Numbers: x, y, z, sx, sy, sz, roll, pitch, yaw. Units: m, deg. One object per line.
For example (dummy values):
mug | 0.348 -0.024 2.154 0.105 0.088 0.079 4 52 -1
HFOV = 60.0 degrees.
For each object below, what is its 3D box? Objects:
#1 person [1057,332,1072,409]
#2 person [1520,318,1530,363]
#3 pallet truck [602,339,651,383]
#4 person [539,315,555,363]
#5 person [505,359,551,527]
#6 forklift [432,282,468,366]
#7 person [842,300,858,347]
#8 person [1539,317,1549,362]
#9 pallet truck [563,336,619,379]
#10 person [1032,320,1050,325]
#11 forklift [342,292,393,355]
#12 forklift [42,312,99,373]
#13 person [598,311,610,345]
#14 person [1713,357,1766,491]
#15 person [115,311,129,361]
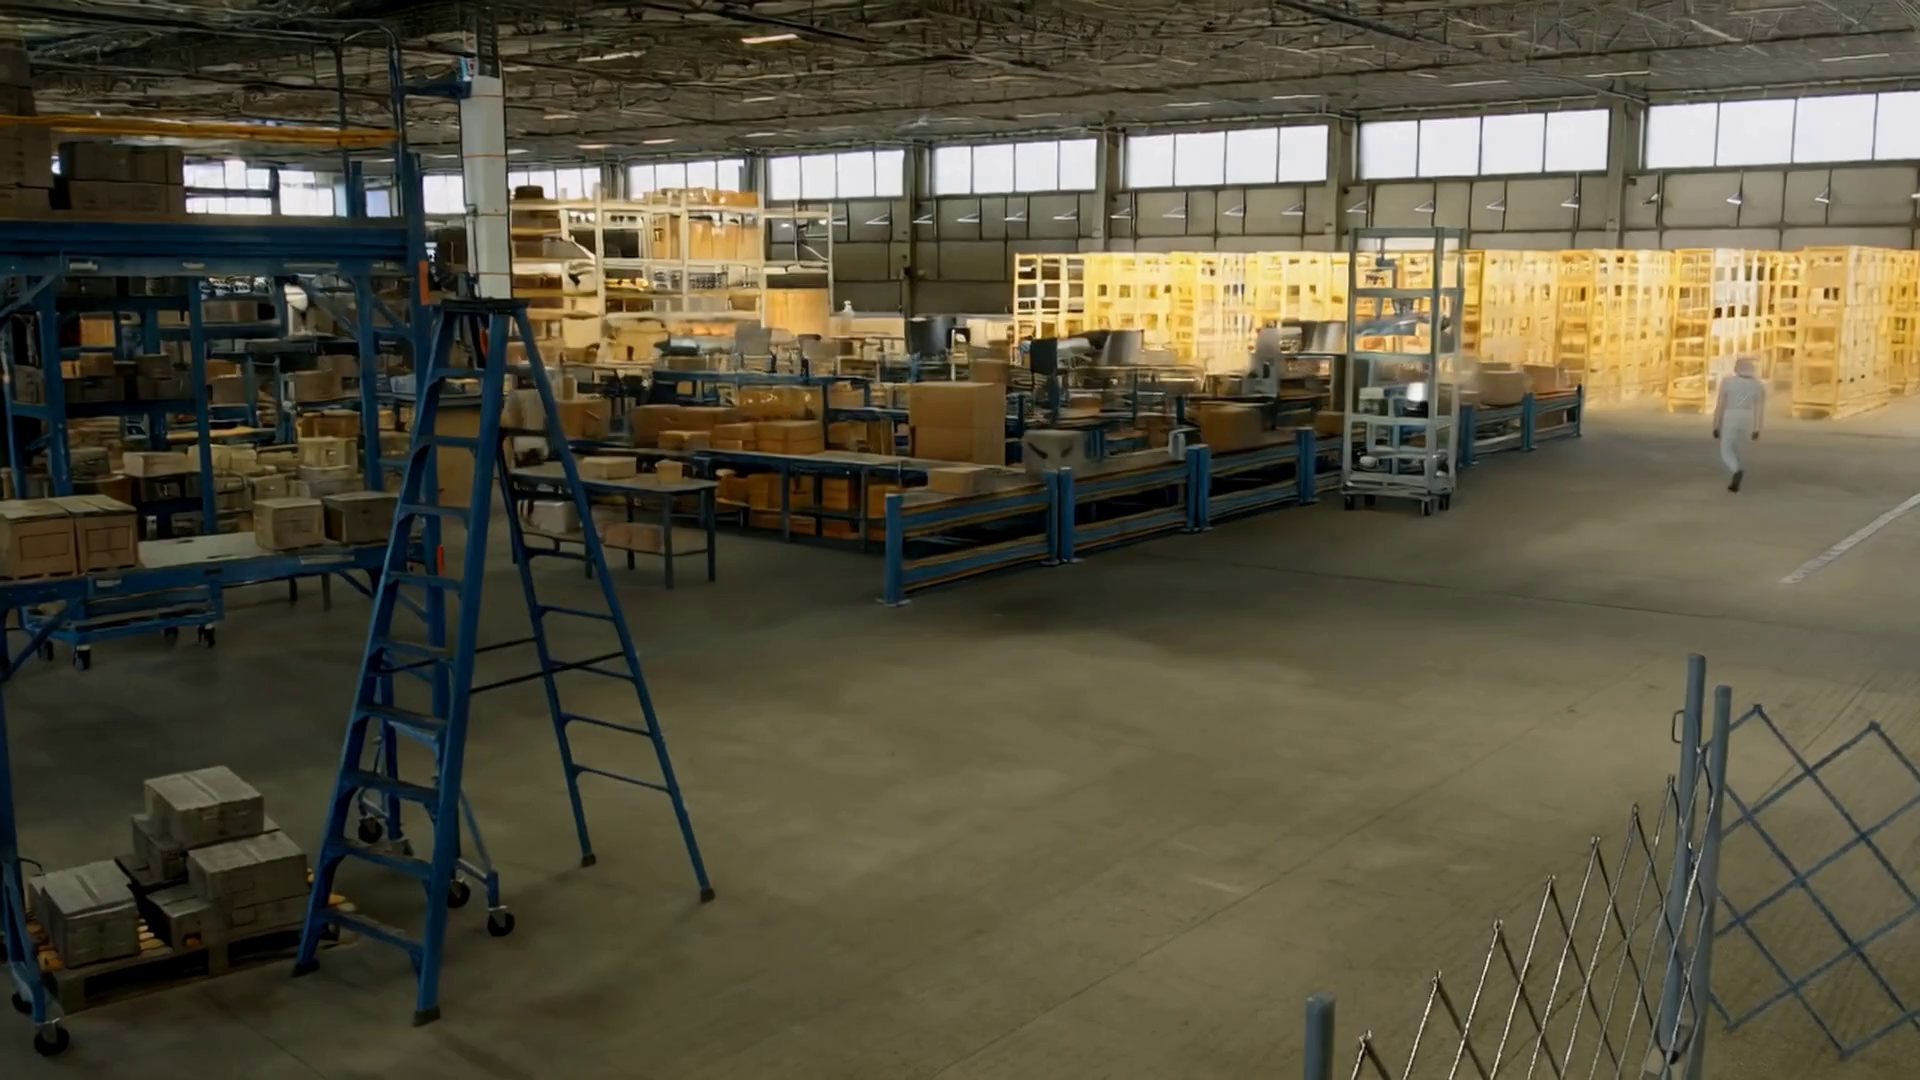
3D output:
person | 2.319 -3.699 36.592 0.329 1.765 0.533 6 11 31
person | 15.831 -5.343 46.594 0.375 1.843 0.575 -1 9 -7
pallet truck | -8.991 -4.871 45.351 0.653 1.274 1.630 7 11 37
person | -13.357 -6.420 53.788 0.551 1.685 0.393 2 9 11
person | -5.080 -1.123 19.724 0.757 2.024 0.611 9 13 44
forklift | -15.760 -6.328 49.527 1.129 2.768 1.873 7 11 37
person | -4.622 -8.976 69.039 1.057 1.932 0.625 7 12 37
person | 16.458 -5.373 46.823 0.403 1.833 0.590 6 11 33
pallet truck | -10.690 -5.294 48.215 1.601 1.201 0.680 -5 10 -26
person | 2.501 -6.166 51.426 0.616 1.942 0.408 -2 9 -10
forklift | -16.485 -5.622 45.120 1.129 2.768 1.873 7 11 37
forklift | -23.779 -5.451 44.052 1.873 2.768 1.129 7 11 36
person | -12.329 -7.007 57.277 0.553 1.737 0.739 7 11 37
person | 10.812 -1.595 23.066 0.657 1.885 0.594 1 9 4
person | -24.593 -5.739 48.809 0.387 1.926 0.579 -8 12 -43
